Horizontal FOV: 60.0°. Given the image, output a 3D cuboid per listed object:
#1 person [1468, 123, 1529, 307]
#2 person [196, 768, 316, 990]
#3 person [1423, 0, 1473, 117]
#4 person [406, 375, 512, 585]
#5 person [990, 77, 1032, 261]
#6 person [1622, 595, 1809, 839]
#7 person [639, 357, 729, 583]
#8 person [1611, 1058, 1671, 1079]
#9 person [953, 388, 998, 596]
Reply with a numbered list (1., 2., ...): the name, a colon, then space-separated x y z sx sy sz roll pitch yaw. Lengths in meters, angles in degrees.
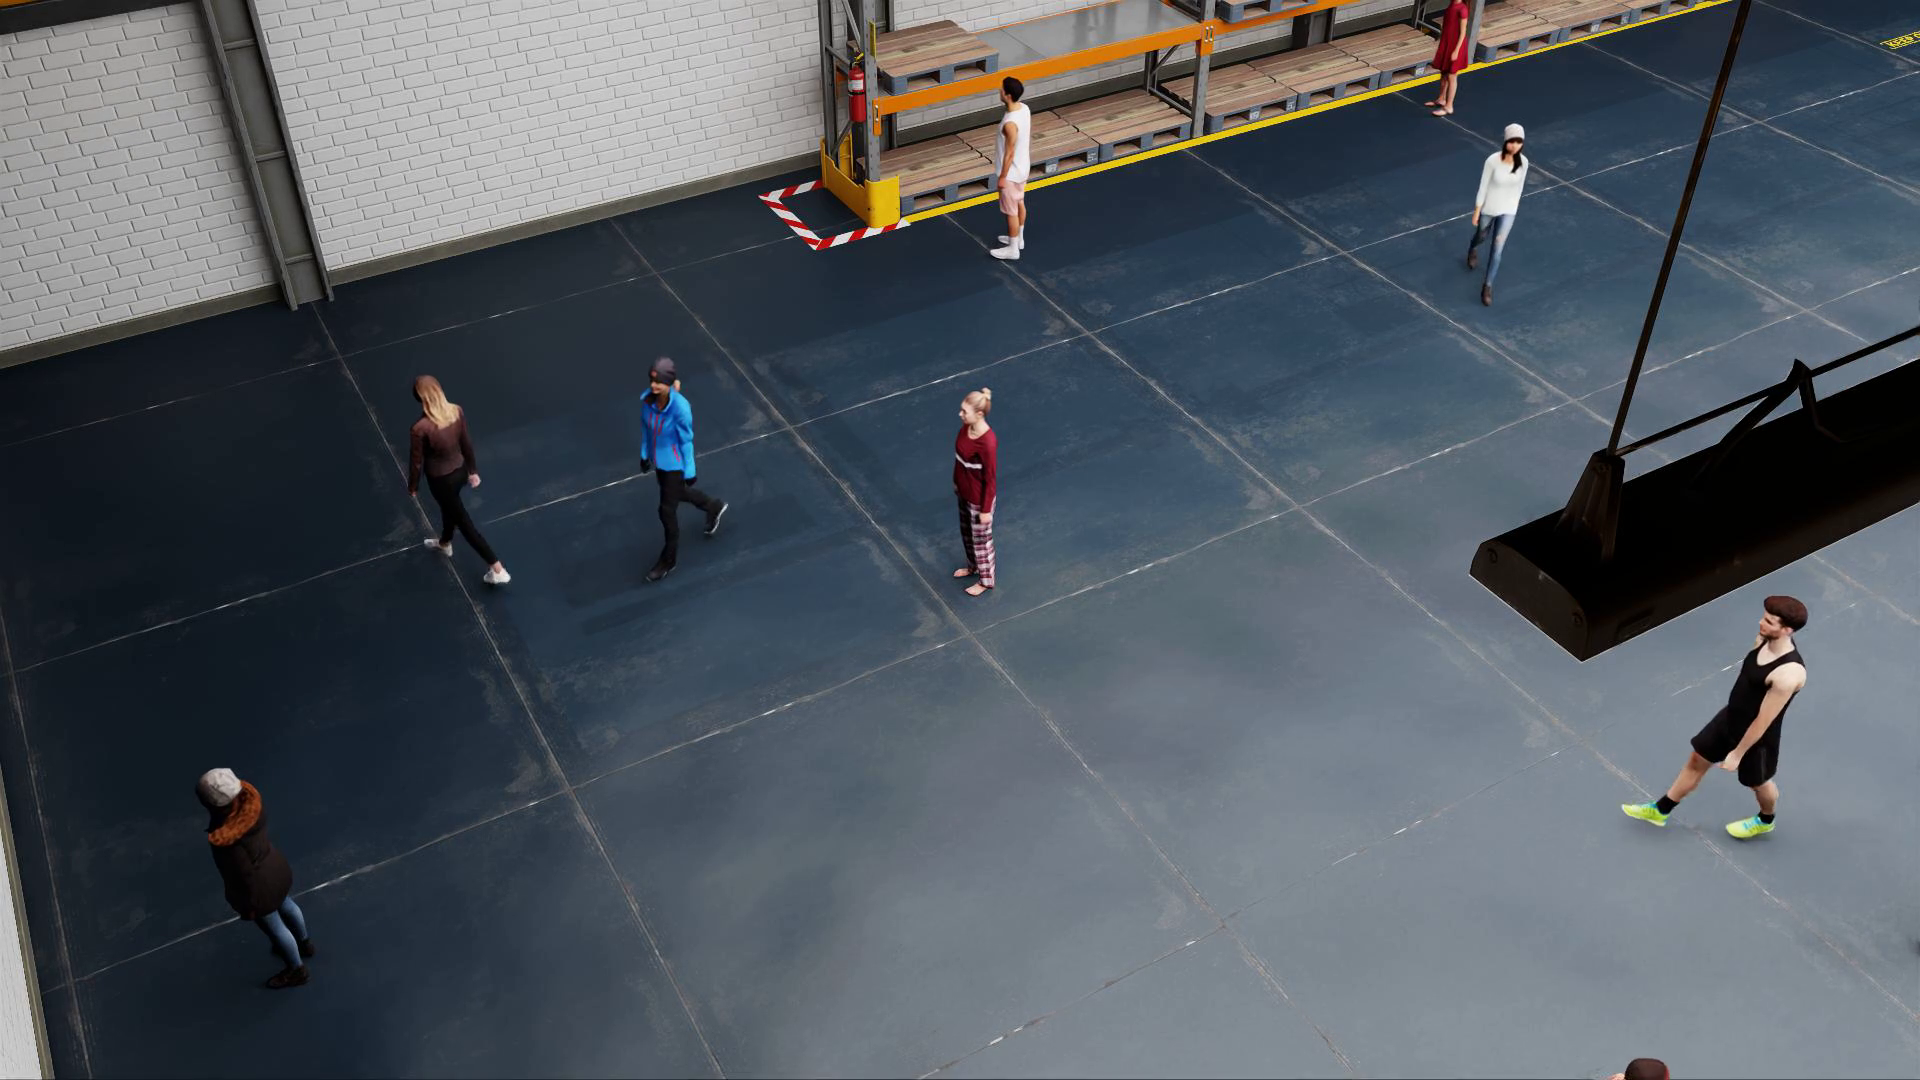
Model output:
1. person: 4.910 -3.067 15.315 1.095 1.612 1.042 3 39 4
2. person: -3.862 1.847 9.144 0.735 1.635 0.725 -3 39 -4
3. person: 5.451 -5.483 18.389 0.688 1.553 0.630 -7 39 -8
4. person: -3.600 -0.386 11.917 1.073 1.664 1.149 18 42 22
5. person: 0.508 -3.517 15.737 0.791 1.789 0.716 12 40 15
6. person: 4.776 1.127 9.878 1.282 1.844 1.073 0 39 0
7. person: -2.051 -0.584 12.075 1.131 1.776 0.771 -31 48 -33
8. person: 3.117 2.943 8.038 0.572 1.302 0.565 -8 39 -10
9. person: 0.110 -0.345 11.837 0.515 1.699 0.637 -17 42 -20
